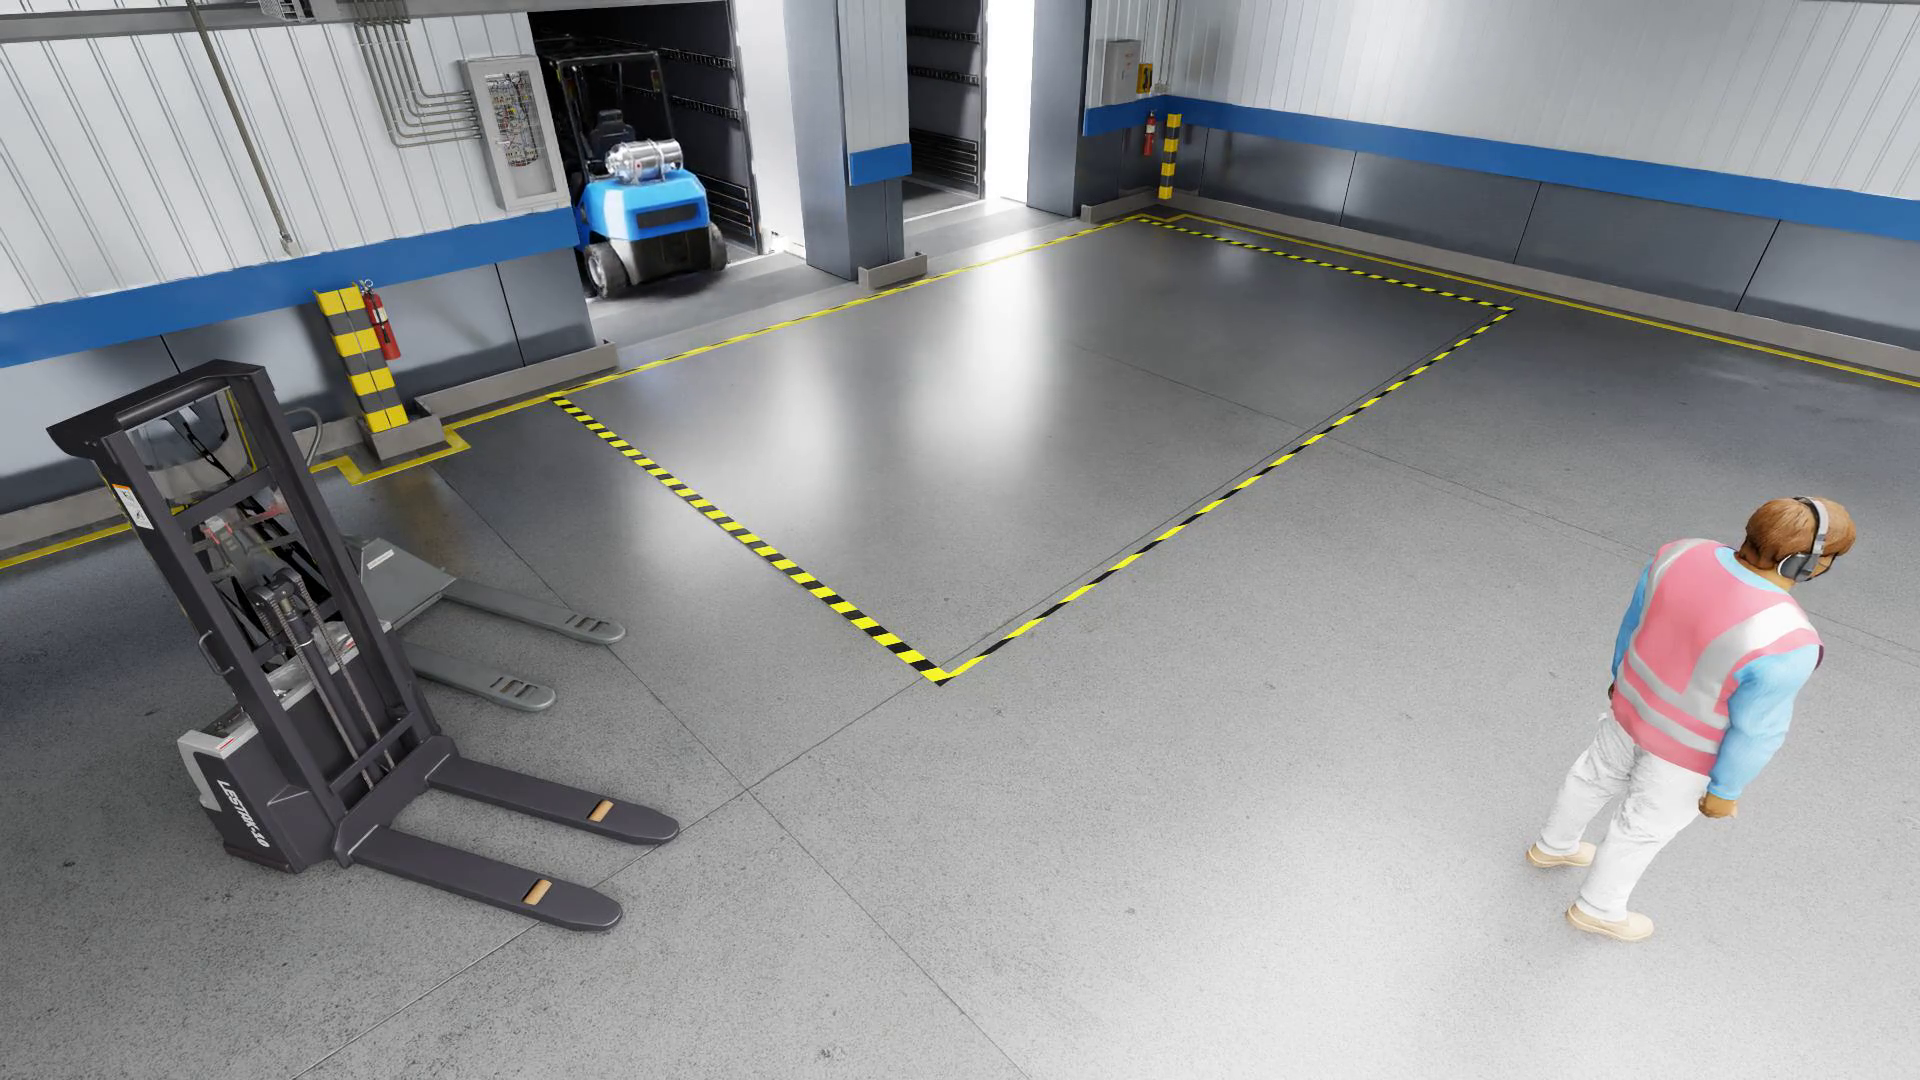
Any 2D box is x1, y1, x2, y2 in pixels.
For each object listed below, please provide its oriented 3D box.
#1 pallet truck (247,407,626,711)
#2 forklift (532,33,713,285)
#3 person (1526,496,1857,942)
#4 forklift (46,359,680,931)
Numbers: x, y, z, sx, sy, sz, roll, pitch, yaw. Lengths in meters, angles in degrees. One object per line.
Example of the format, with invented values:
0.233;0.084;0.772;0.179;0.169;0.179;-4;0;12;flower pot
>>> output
-2.628;0.038;4.590;1.601;1.201;0.680;12;36;18;pallet truck
-3.721;-4.045;9.587;1.157;2.036;2.680;-26;42;-33;forklift
2.476;0.648;3.161;0.429;1.840;0.632;0;34;0;person
-2.135;0.422;3.354;1.885;1.965;0.823;10;35;14;forklift
